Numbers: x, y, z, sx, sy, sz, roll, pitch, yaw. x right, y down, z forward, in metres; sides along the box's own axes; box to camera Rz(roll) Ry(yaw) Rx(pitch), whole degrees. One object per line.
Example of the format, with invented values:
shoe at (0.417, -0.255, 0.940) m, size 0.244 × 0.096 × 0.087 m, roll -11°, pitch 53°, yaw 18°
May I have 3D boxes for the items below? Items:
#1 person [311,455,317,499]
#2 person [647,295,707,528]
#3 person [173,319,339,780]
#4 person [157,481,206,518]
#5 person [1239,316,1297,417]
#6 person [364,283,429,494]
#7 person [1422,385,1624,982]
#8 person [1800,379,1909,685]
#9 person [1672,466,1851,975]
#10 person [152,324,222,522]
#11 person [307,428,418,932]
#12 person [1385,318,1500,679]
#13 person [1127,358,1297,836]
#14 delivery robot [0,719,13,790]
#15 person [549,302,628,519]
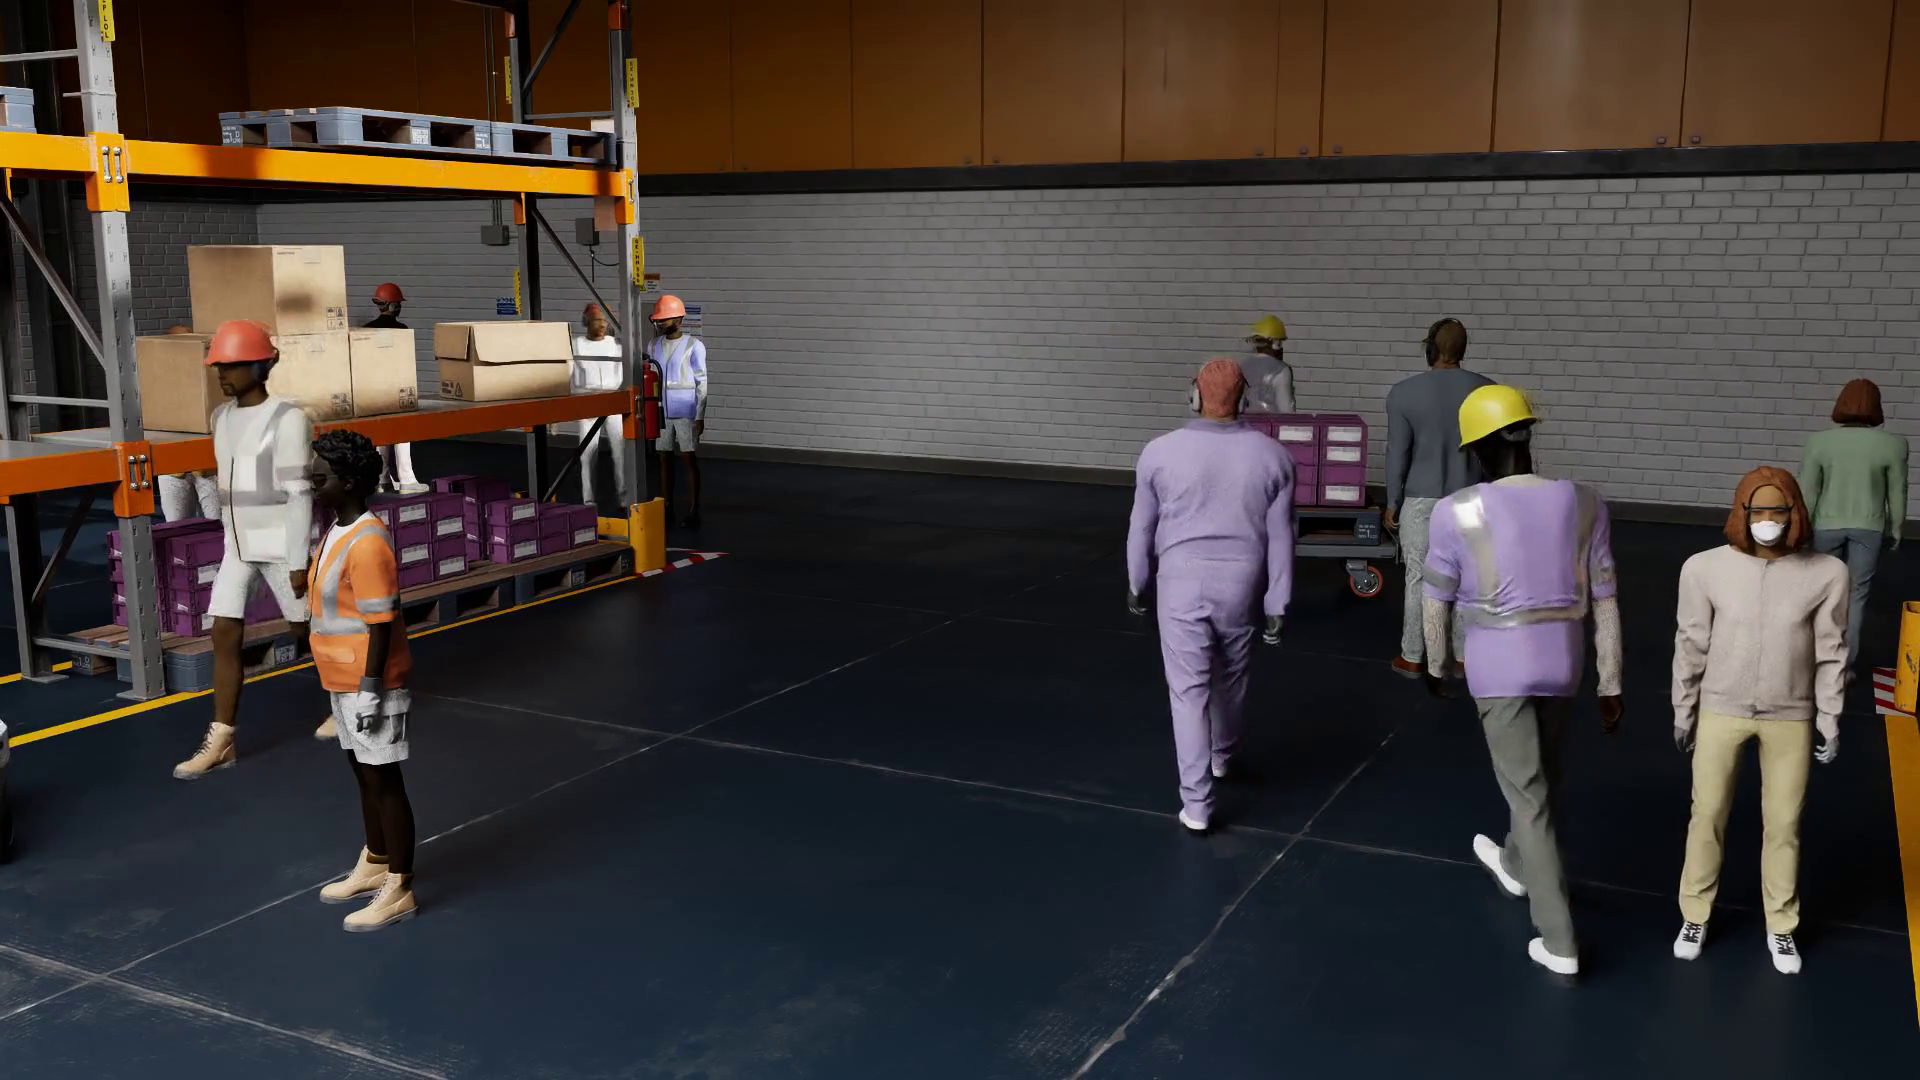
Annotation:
person at (-5.377, -1.076, 14.204) m, size 0.600 × 1.831 × 0.404 m, roll 8°, pitch 13°, yaw 40°
person at (-2.373, -1.060, 13.815) m, size 0.551 × 1.933 × 0.364 m, roll 4°, pitch 11°, yaw 21°
person at (-3.107, 0.004, 7.495) m, size 0.621 × 1.999 × 1.027 m, roll 5°, pitch 11°, yaw 26°
person at (-5.124, -0.510, 11.200) m, size 0.563 × 1.738 × 0.540 m, roll -1°, pitch 10°, yaw -7°
person at (2.264, -0.776, 12.516) m, size 0.717 × 1.811 × 0.598 m, roll -4°, pitch 11°, yaw -23°
person at (-5.386, -1.434, 15.804) m, size 0.611 × 1.996 × 0.379 m, roll 5°, pitch 11°, yaw 28°
person at (1.812, 0.424, 5.473) m, size 0.617 × 1.846 × 0.964 m, roll -2°, pitch 10°, yaw -9°
person at (4.780, -0.051, 8.921) m, size 0.502 × 1.614 × 0.600 m, roll 7°, pitch 12°, yaw 36°
person at (2.525, 0.570, 5.288) m, size 0.500 × 1.626 × 0.284 m, roll 3°, pitch 10°, yaw 19°
person at (-4.899, -0.455, 10.630) m, size 0.622 × 1.835 × 0.430 m, roll -1°, pitch 10°, yaw -5°
person at (-2.039, 0.469, 5.656) m, size 0.319 × 1.696 × 0.532 m, roll -6°, pitch 12°, yaw -32°
person at (2.571, -0.213, 8.905) m, size 0.632 × 1.940 × 0.372 m, roll 0°, pitch 10°, yaw 1°
person at (1.007, 0.193, 6.798) m, size 0.643 × 1.857 × 0.988 m, roll 0°, pitch 10°, yaw -1°
delivery robot at (-3.875, 0.874, 6.338) m, size 0.477 × 0.478 × 0.707 m, roll -3°, pitch 10°, yaw -19°
person at (-3.055, -1.039, 13.858) m, size 0.718 × 1.885 × 0.402 m, roll -4°, pitch 11°, yaw -24°
